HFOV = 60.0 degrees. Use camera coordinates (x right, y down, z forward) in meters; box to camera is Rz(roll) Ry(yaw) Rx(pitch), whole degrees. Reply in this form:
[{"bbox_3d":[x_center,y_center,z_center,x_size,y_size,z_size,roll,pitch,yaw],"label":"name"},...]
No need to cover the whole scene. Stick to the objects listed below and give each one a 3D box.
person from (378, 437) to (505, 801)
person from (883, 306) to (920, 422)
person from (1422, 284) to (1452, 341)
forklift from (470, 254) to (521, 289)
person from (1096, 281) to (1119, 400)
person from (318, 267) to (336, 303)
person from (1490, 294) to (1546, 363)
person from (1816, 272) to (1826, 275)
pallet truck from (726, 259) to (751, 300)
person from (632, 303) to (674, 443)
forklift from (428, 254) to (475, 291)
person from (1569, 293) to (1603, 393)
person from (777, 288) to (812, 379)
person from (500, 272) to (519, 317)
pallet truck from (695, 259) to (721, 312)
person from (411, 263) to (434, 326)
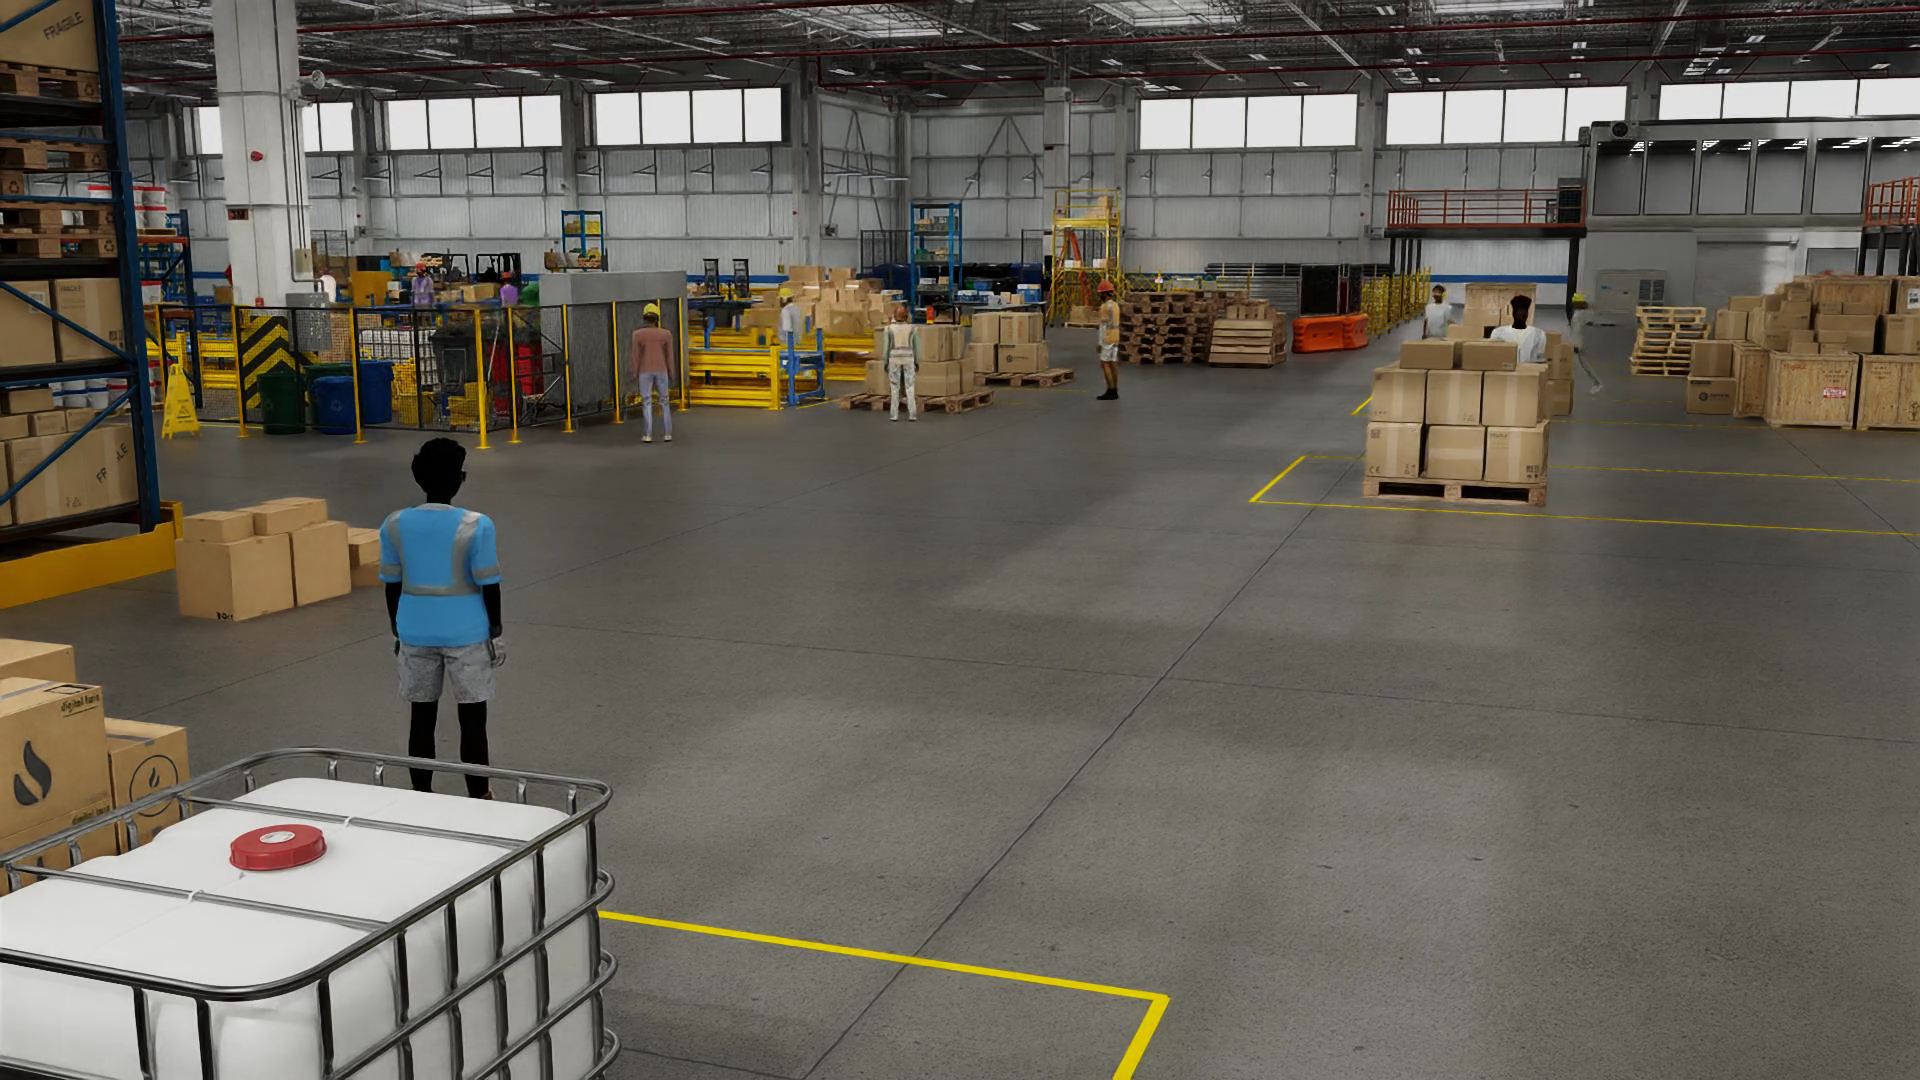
[{"bbox_3d":[-2.187,0.412,7.084,0.538,1.695,0.319,2,10,10],"label":"person"},{"bbox_3d":[-0.829,-2.498,23.641,0.522,1.636,0.311,-1,10,-5],"label":"person"},{"bbox_3d":[8.053,-3.405,28.144,0.541,1.851,0.467,10,14,44],"label":"person"},{"bbox_3d":[-17.990,-10.121,64.684,1.157,1.987,2.680,3,11,17],"label":"forklift"},{"bbox_3d":[2.377,-3.230,26.964,0.400,1.927,0.543,5,11,25],"label":"person"},{"bbox_3d":[-17.666,-6.660,46.367,0.395,1.900,0.645,4,11,19],"label":"person"},{"bbox_3d":[6.065,-1.691,18.167,0.606,1.966,0.367,2,10,9],"label":"person"},{"bbox_3d":[18.754,-4.889,36.329,0.996,1.902,0.710,-8,13,-39],"label":"person"},{"bbox_3d":[-7.986,-9.493,62.019,0.823,1.965,1.885,3,11,17],"label":"pallet truck"},{"bbox_3d":[-3.905,-2.118,21.141,0.533,1.767,0.327,-4,11,-21],"label":"person"},{"bbox_3d":[-20.133,-10.254,65.465,1.157,1.987,2.680,3,11,19],"label":"forklift"},{"bbox_3d":[10.520,-3.341,28.207,0.886,1.703,0.498,9,13,40],"label":"person"},{"bbox_3d":[-2.928,-3.411,28.399,0.973,1.782,0.587,3,11,18],"label":"person"},{"bbox_3d":[-10.590,-5.356,39.078,1.012,1.879,0.553,6,12,32],"label":"person"},{"bbox_3d":[-9.165,-9.627,62.776,0.823,1.965,1.885,4,11,23],"label":"pallet truck"},{"bbox_3d":[-13.827,-6.093,42.746,0.608,2.044,0.377,2,10,11],"label":"person"}]
